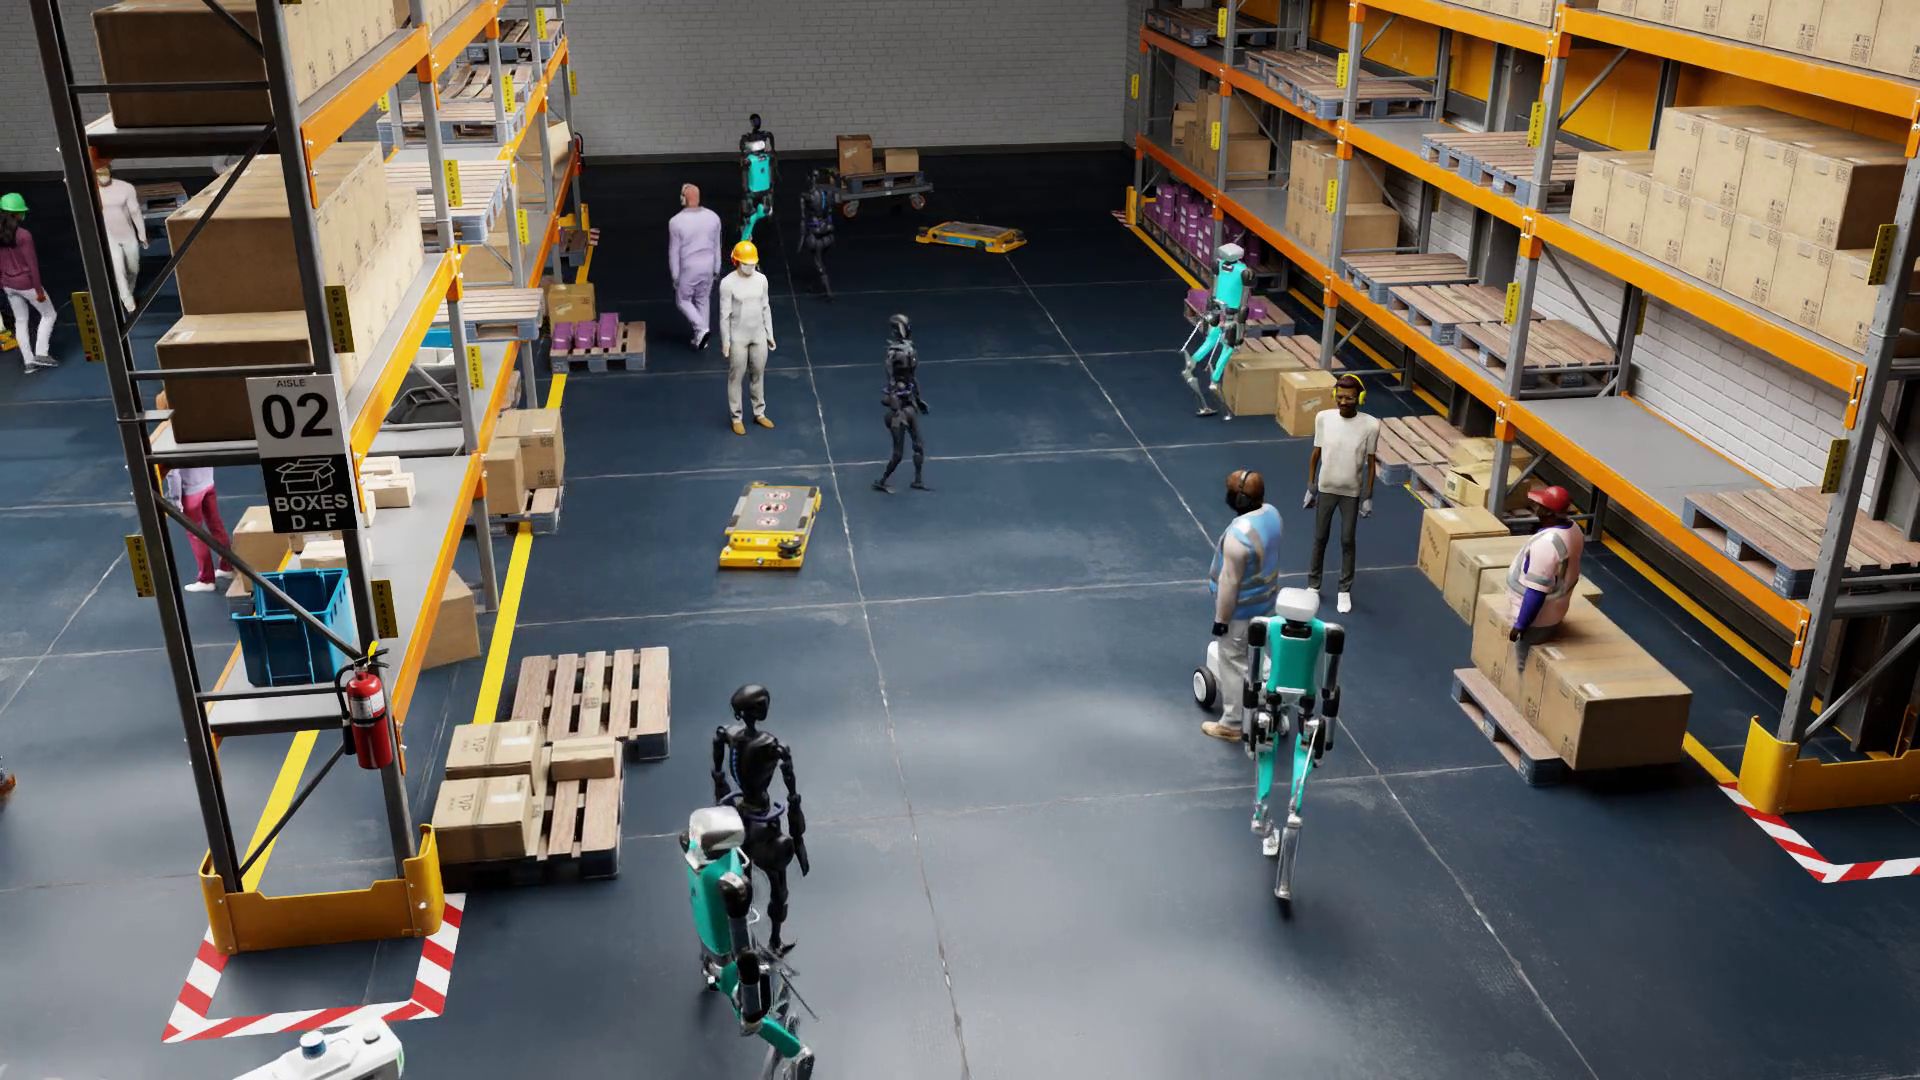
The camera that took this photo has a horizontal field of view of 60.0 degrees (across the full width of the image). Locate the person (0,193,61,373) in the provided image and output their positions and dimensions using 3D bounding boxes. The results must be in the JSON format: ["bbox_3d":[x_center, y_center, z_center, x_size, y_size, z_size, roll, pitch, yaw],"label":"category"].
[{"bbox_3d":[-10.066,-2.763,17.907,0.522,1.927,0.486,5,24,12],"label":"person"}]

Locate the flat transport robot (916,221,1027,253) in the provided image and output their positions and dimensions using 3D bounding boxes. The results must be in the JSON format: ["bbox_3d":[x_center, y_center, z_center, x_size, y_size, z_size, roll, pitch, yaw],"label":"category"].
[{"bbox_3d":[0.159,-4.260,23.383,1.431,0.231,0.659,13,27,27],"label":"flat transport robot"}]

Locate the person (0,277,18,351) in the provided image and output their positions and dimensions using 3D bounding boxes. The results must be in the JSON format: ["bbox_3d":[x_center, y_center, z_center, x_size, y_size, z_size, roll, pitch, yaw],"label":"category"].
[{"bbox_3d":[-11.012,-2.984,18.633,0.562,1.746,0.336,1,24,2],"label":"person"}]

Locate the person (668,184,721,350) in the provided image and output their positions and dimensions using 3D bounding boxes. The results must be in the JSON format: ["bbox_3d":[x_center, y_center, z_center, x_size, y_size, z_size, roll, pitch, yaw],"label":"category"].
[{"bbox_3d":[-2.937,-3.012,18.517,0.647,1.886,0.526,-17,29,-33],"label":"person"}]

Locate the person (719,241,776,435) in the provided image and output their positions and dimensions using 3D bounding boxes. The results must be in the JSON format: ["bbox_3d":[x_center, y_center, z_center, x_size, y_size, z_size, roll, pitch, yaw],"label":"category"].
[{"bbox_3d":[-2.069,-1.972,16.156,0.558,1.891,0.366,-15,28,-31],"label":"person"}]

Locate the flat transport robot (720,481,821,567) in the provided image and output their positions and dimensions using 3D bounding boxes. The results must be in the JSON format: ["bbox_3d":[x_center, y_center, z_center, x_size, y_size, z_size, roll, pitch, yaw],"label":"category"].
[{"bbox_3d":[-1.576,-0.139,13.995,0.659,0.231,1.431,1,24,2],"label":"flat transport robot"}]

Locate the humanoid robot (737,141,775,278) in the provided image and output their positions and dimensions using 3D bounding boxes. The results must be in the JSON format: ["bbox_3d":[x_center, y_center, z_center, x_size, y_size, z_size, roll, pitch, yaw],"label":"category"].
[{"bbox_3d":[-2.738,-4.338,21.750,0.888,1.784,0.542,21,31,39],"label":"humanoid robot"}]

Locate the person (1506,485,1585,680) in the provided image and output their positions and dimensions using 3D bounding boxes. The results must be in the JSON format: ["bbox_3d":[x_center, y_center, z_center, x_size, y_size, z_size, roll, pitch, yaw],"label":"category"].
[{"bbox_3d":[3.736,0.461,10.782,0.420,1.754,0.603,17,29,33],"label":"person"}]

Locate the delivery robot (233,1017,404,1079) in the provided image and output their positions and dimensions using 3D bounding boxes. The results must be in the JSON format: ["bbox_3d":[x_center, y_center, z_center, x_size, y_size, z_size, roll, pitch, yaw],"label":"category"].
[{"bbox_3d":[-2.932,2.526,7.585,0.805,0.609,0.499,-19,30,-37],"label":"delivery robot"}]

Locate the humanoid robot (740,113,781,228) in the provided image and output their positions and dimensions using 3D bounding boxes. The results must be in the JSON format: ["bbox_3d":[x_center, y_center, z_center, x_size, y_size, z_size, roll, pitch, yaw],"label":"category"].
[{"bbox_3d":[-2.947,-5.417,24.295,0.598,1.636,0.632,-12,26,-25],"label":"humanoid robot"}]

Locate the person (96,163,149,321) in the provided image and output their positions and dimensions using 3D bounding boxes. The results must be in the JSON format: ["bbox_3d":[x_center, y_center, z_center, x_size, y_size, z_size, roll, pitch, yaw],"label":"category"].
[{"bbox_3d":[-10.110,-3.635,19.934,0.632,1.913,0.914,-15,28,-30],"label":"person"}]

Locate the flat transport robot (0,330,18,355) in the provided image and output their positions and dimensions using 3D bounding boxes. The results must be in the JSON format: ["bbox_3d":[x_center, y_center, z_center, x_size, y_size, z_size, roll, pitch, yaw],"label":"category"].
[{"bbox_3d":[-11.158,-2.067,18.386,0.659,0.231,1.431,4,24,10],"label":"flat transport robot"}]

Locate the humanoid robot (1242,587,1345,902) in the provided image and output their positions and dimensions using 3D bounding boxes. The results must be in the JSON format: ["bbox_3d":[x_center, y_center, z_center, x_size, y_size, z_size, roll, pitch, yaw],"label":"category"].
[{"bbox_3d":[1.791,1.204,9.162,0.530,1.775,1.007,5,24,12],"label":"humanoid robot"}]

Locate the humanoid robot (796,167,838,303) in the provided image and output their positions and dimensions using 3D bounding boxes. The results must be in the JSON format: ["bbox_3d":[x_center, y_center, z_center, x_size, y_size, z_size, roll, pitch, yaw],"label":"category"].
[{"bbox_3d":[-1.797,-3.797,20.630,0.766,1.623,0.589,18,29,35],"label":"humanoid robot"}]

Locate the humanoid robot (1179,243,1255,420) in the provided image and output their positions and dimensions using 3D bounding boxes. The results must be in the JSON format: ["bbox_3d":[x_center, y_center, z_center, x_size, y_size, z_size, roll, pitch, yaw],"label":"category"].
[{"bbox_3d":[2.480,-2.002,16.407,0.673,1.796,0.559,-16,28,-32],"label":"humanoid robot"}]

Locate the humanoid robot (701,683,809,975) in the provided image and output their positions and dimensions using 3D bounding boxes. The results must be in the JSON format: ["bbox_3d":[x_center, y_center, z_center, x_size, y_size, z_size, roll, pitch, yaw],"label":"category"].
[{"bbox_3d":[-1.077,1.504,8.506,0.584,1.638,0.537,14,27,28],"label":"humanoid robot"}]

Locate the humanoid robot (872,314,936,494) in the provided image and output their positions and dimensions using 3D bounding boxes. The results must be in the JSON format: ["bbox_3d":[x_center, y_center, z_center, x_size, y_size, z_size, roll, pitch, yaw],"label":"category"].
[{"bbox_3d":[-0.518,-1.190,14.660,0.434,1.650,0.600,9,25,20],"label":"humanoid robot"}]

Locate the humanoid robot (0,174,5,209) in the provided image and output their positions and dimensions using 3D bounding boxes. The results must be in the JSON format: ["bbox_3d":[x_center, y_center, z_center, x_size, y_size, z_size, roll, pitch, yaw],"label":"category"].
[{"bbox_3d":[-14.206,-5.314,24.054,0.613,1.630,0.593,-14,27,-29],"label":"humanoid robot"}]

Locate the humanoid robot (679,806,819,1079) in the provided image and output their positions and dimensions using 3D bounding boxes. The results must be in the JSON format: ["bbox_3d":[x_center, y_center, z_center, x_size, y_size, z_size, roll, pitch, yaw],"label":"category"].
[{"bbox_3d":[-0.869,1.963,7.459,0.653,1.855,0.546,-14,27,-29],"label":"humanoid robot"}]

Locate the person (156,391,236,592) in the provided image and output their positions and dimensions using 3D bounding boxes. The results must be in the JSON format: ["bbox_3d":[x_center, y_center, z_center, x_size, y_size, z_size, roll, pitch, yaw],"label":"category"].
[{"bbox_3d":[-5.931,-0.382,12.860,0.287,1.628,0.500,5,24,11],"label":"person"}]

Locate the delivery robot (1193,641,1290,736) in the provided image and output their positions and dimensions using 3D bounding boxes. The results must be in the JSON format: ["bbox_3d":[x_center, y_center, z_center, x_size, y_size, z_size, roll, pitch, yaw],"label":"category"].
[{"bbox_3d":[1.924,0.956,11.160,0.499,0.607,0.808,-7,25,-15],"label":"delivery robot"}]

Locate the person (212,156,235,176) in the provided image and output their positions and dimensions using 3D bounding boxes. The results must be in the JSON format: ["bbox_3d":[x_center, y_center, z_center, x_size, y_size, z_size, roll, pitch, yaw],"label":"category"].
[{"bbox_3d":[-11.449,-6.200,25.860,0.447,1.832,0.645,-7,25,-16],"label":"person"}]

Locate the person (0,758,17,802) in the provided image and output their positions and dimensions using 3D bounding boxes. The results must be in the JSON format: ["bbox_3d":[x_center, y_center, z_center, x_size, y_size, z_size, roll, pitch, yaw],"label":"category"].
[{"bbox_3d":[-6.071,0.772,9.814,0.637,1.984,0.639,-5,24,-12],"label":"person"}]

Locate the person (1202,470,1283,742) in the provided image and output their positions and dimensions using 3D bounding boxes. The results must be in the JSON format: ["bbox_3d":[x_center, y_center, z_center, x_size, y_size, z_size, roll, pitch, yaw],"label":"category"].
[{"bbox_3d":[1.829,0.411,10.802,0.431,1.834,0.634,14,28,30],"label":"person"}]

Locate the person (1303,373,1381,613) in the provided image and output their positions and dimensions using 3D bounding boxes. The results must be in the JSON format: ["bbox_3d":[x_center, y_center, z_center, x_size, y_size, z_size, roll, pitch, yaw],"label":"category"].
[{"bbox_3d":[2.848,-0.354,12.493,0.521,1.871,0.325,9,25,20],"label":"person"}]
